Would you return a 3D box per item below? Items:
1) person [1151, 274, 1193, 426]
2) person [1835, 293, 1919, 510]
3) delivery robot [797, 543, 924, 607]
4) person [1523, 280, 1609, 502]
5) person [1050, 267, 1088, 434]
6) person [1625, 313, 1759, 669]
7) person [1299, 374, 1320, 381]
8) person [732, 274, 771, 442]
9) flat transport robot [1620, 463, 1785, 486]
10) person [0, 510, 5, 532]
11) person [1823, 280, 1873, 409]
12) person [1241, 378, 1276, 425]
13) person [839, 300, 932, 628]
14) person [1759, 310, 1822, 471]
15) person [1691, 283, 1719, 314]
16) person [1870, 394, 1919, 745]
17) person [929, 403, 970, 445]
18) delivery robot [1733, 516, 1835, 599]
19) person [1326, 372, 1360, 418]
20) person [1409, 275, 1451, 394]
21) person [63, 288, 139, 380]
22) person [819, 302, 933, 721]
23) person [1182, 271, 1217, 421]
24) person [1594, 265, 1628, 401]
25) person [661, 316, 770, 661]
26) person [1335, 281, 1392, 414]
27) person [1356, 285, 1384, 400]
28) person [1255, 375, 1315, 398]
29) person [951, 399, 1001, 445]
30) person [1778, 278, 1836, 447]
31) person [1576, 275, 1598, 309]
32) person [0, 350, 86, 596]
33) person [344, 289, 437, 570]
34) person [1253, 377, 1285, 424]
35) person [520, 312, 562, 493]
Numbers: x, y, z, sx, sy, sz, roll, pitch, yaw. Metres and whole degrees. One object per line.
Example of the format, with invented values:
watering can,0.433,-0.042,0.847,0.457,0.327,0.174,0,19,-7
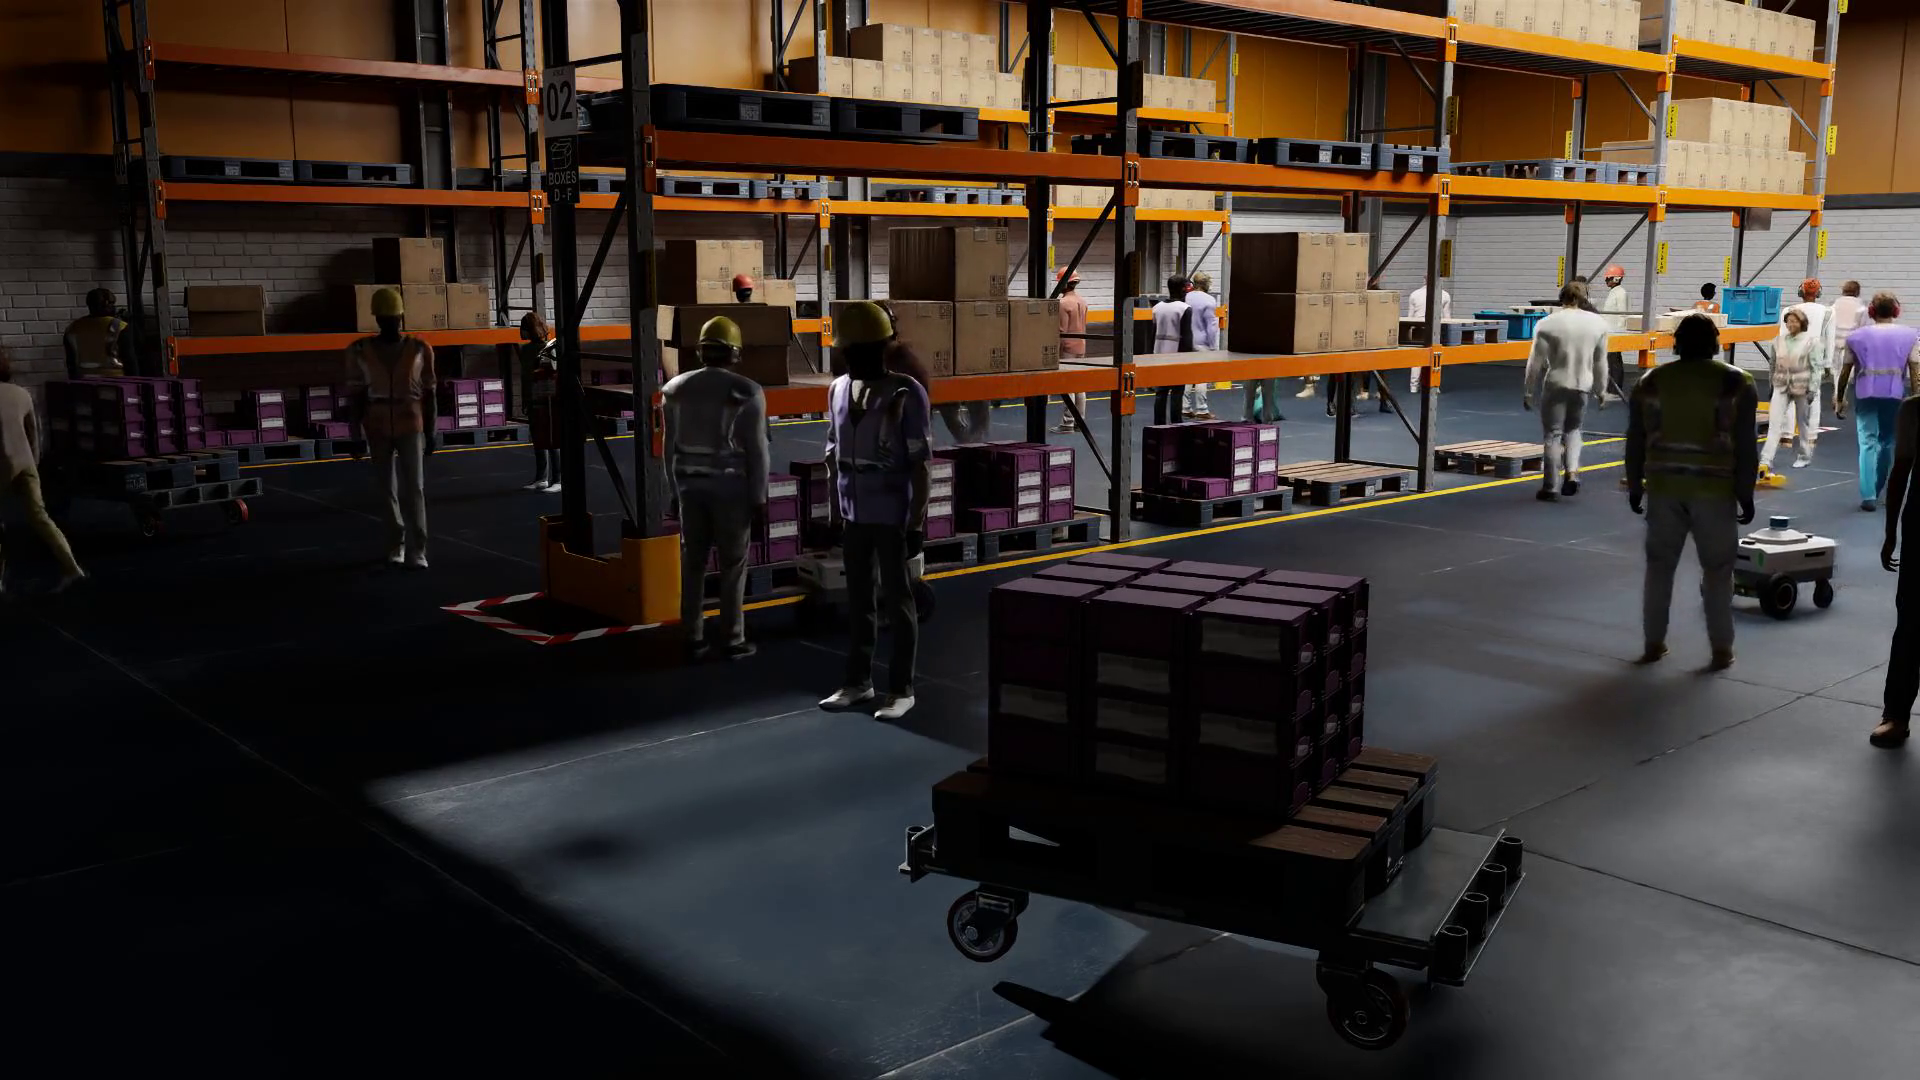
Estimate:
person,2.413,-2.059,18.963,0.387,1.916,0.590,-8,12,-37
person,7.773,-1.179,14.106,0.600,1.806,0.930,4,10,21
delivery robot,-0.572,0.175,9.583,0.707,0.478,0.477,-6,11,-29
person,5.239,-1.286,14.430,0.717,1.916,0.445,1,10,3
person,1.304,-2.270,19.959,0.380,1.996,0.608,7,12,34
person,3.788,-0.253,8.634,0.654,1.834,0.428,7,12,35
person,6.015,-3.537,28.418,0.312,1.639,0.520,-2,10,-9
person,-2.374,-2.012,18.642,0.605,1.925,0.408,-4,10,-22
flat transport robot,6.799,-0.598,15.213,1.431,0.197,0.652,-5,11,-28
person,-7.568,-1.038,12.615,0.693,2.000,0.543,3,10,16
person,12.329,-2.720,23.167,0.625,1.798,0.904,9,13,42
person,3.429,-1.989,19.059,0.493,1.740,0.325,4,10,20
person,-0.458,-0.413,9.437,0.414,1.877,0.682,-9,13,-44
person,8.259,-1.482,16.511,0.855,1.586,0.536,-8,13,-39
person,11.912,-3.257,26.611,0.322,1.697,0.532,-4,11,-24
person,4.238,-0.003,7.130,0.508,1.846,0.342,7,12,36
person,-0.175,-1.406,15.613,0.870,1.775,0.617,-8,12,-38
delivery robot,4.920,0.101,10.020,0.707,0.478,0.477,-5,11,-27
person,5.074,-2.579,21.861,0.613,1.962,0.367,-4,10,-22
person,7.255,-3.200,25.714,0.649,1.896,0.400,4,10,22
person,-7.622,-1.320,14.862,0.624,1.841,0.430,1,10,4
person,-0.397,-0.129,7.652,0.589,1.919,0.392,8,12,38
person,3.080,-2.508,21.530,0.369,1.936,0.630,-7,12,-34
person,9.618,-3.048,24.515,0.397,1.992,0.623,1,10,6
person,-1.268,-0.268,8.791,0.603,1.812,0.448,3,10,17
person,5.468,-2.611,22.377,0.624,1.871,0.938,8,13,40
person,6.081,-2.910,24.580,0.540,1.695,0.317,-3,10,-18
person,4.849,-3.080,24.748,1.096,1.980,0.626,-3,10,-19
person,0.113,-1.399,15.298,0.522,1.854,0.761,8,13,40
person,9.403,-1.968,18.526,0.585,1.879,0.343,2,10,10
person,8.717,-2.790,23.424,0.565,1.847,0.673,5,11,29
person,-5.912,-0.425,10.419,0.862,1.571,0.519,4,10,20
person,-3.841,-0.736,11.271,0.590,1.892,0.860,-3,10,-16
person,3.946,-2.351,21.185,0.838,1.736,0.530,-9,13,-42
person,-3.795,-1.236,15.003,0.497,1.626,0.287,9,13,42
